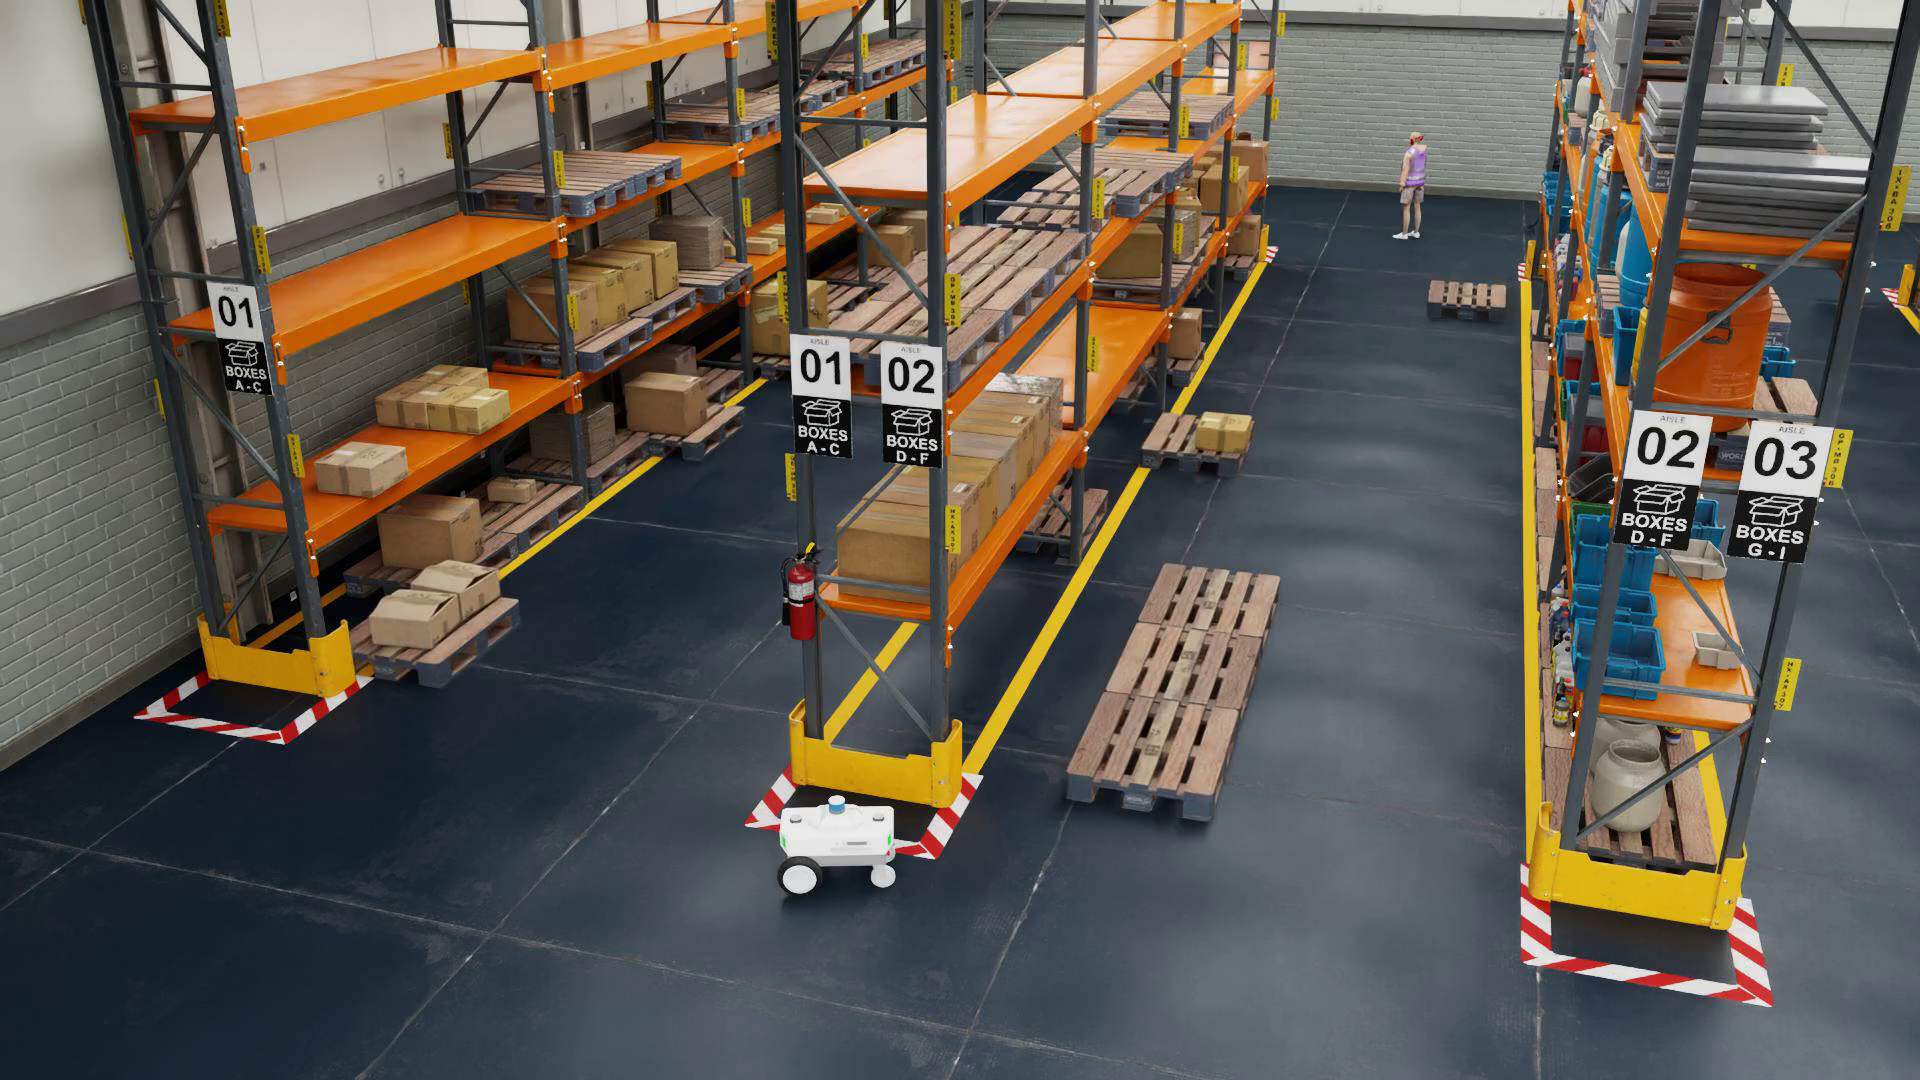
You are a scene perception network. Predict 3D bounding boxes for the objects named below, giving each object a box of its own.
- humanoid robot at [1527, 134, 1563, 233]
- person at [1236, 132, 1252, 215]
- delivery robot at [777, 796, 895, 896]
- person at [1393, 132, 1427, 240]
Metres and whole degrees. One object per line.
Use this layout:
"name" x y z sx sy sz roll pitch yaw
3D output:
"humanoid robot" 9.486 -5.655 26.589 0.601 1.648 0.777 -19 30 -37
"person" 4.378 -5.527 26.112 0.947 1.751 0.572 6 24 14
"delivery robot" -0.800 1.895 10.441 0.791 0.614 0.499 -1 23 -2
"person" 7.182 -5.622 26.420 0.489 1.688 0.352 -14 27 -29
